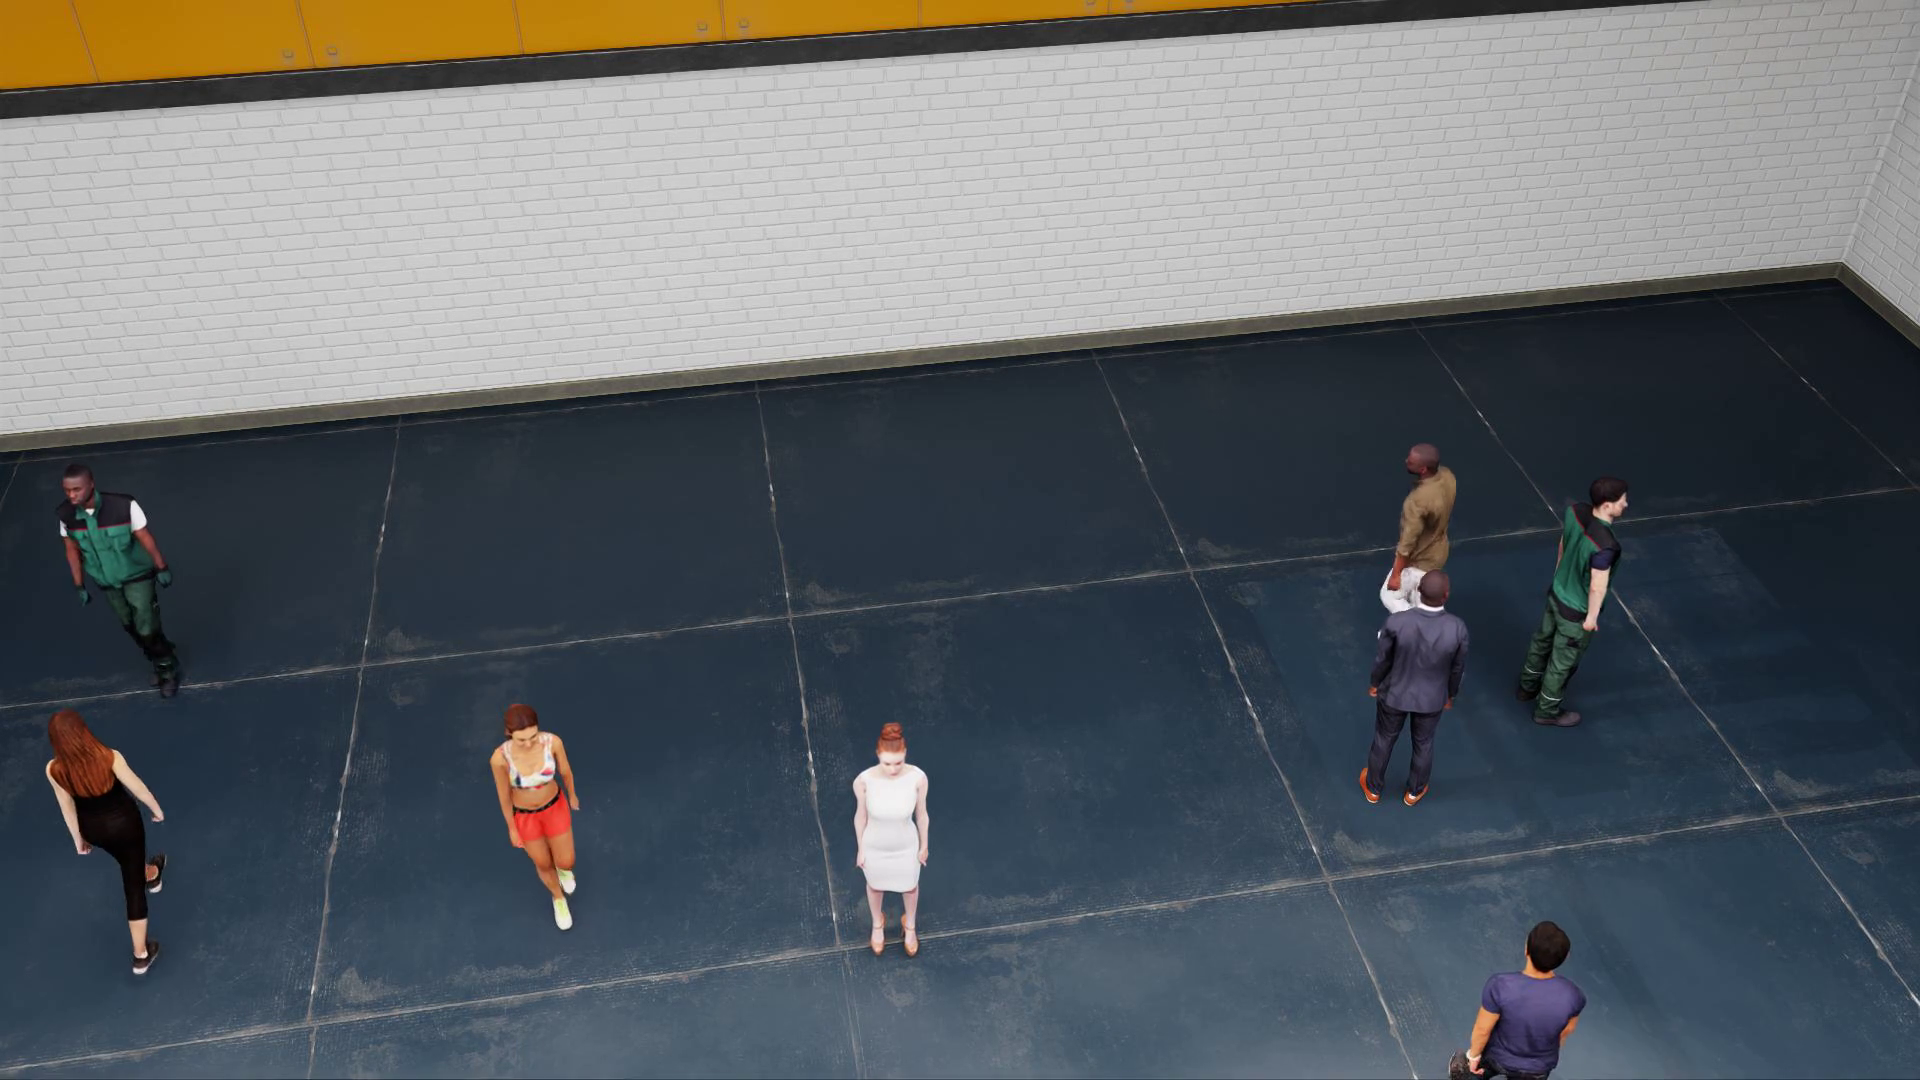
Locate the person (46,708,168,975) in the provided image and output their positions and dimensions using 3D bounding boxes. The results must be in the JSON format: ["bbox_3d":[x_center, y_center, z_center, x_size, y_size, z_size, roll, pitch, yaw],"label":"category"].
[{"bbox_3d":[-4.740,1.685,9.279,0.580,1.681,1.137,-7,39,-8],"label":"person"}]

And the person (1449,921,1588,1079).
[{"bbox_3d":[2.727,2.571,8.103,0.880,1.766,1.065,8,39,10],"label":"person"}]

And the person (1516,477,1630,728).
[{"bbox_3d":[3.971,0.380,10.739,0.733,1.899,0.502,-5,39,-6],"label":"person"}]

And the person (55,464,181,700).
[{"bbox_3d":[-5.516,0.189,11.036,0.762,1.828,0.758,-2,39,-2],"label":"person"}]

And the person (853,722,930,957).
[{"bbox_3d":[-0.376,1.676,9.201,0.576,1.794,0.518,-2,39,-2],"label":"person"}]

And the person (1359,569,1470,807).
[{"bbox_3d":[2.761,0.922,10.119,0.779,1.825,0.757,9,39,11],"label":"person"}]

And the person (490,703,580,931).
[{"bbox_3d":[-2.428,1.487,9.460,0.655,1.766,0.779,-14,41,-17],"label":"person"}]

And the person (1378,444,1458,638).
[{"bbox_3d":[3.115,0.148,11.107,1.012,1.803,0.957,30,47,32],"label":"person"}]
